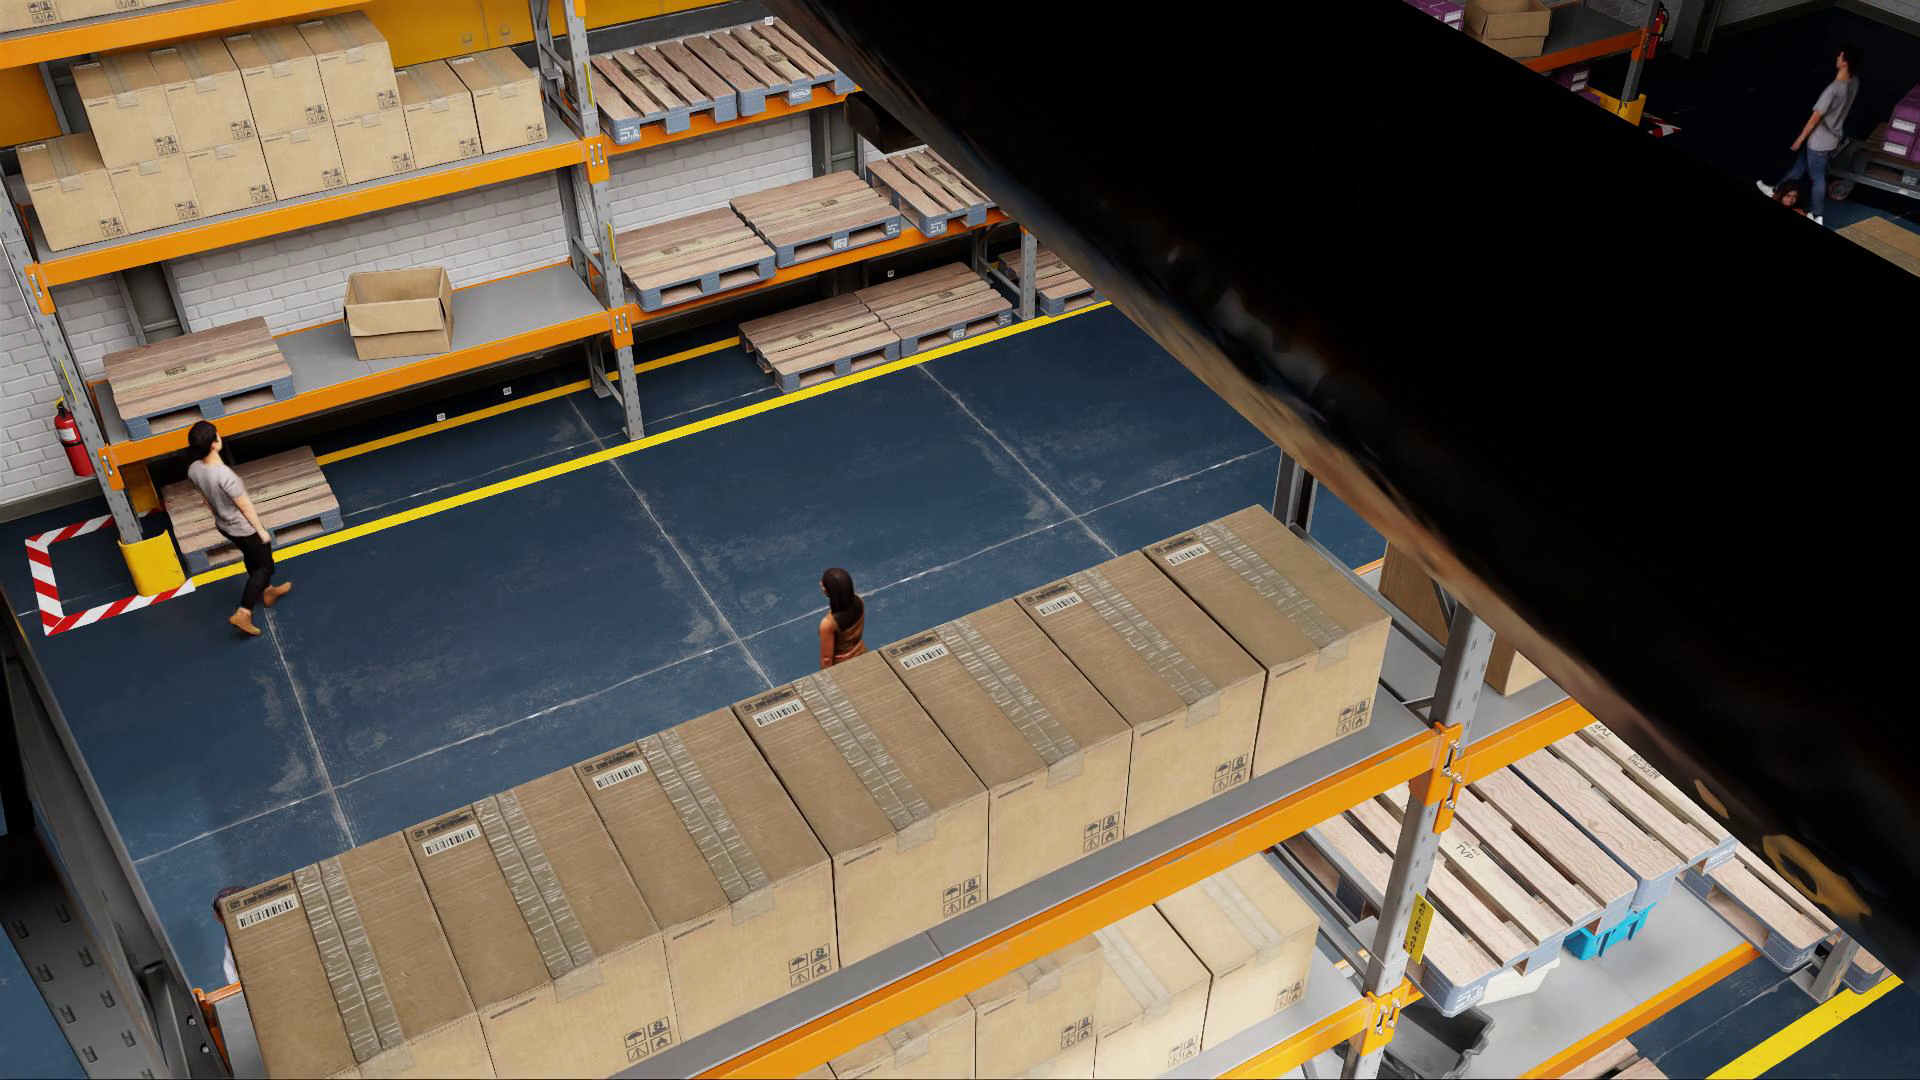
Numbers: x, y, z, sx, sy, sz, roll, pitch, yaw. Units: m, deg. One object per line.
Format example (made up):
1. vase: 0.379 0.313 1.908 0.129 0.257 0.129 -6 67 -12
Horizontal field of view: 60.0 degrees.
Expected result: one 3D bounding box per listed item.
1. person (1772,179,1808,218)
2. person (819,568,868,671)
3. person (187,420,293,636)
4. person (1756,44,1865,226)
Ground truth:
1. person: 7.304 -2.499 15.111 1.064 1.698 1.166 14 41 17
2. person: -0.753 0.851 10.928 0.697 1.683 0.590 21 43 24
3. person: -5.279 -0.092 12.080 0.845 1.719 0.998 22 44 25
4. person: 8.894 -4.080 16.963 1.067 1.856 0.898 -30 47 -32
